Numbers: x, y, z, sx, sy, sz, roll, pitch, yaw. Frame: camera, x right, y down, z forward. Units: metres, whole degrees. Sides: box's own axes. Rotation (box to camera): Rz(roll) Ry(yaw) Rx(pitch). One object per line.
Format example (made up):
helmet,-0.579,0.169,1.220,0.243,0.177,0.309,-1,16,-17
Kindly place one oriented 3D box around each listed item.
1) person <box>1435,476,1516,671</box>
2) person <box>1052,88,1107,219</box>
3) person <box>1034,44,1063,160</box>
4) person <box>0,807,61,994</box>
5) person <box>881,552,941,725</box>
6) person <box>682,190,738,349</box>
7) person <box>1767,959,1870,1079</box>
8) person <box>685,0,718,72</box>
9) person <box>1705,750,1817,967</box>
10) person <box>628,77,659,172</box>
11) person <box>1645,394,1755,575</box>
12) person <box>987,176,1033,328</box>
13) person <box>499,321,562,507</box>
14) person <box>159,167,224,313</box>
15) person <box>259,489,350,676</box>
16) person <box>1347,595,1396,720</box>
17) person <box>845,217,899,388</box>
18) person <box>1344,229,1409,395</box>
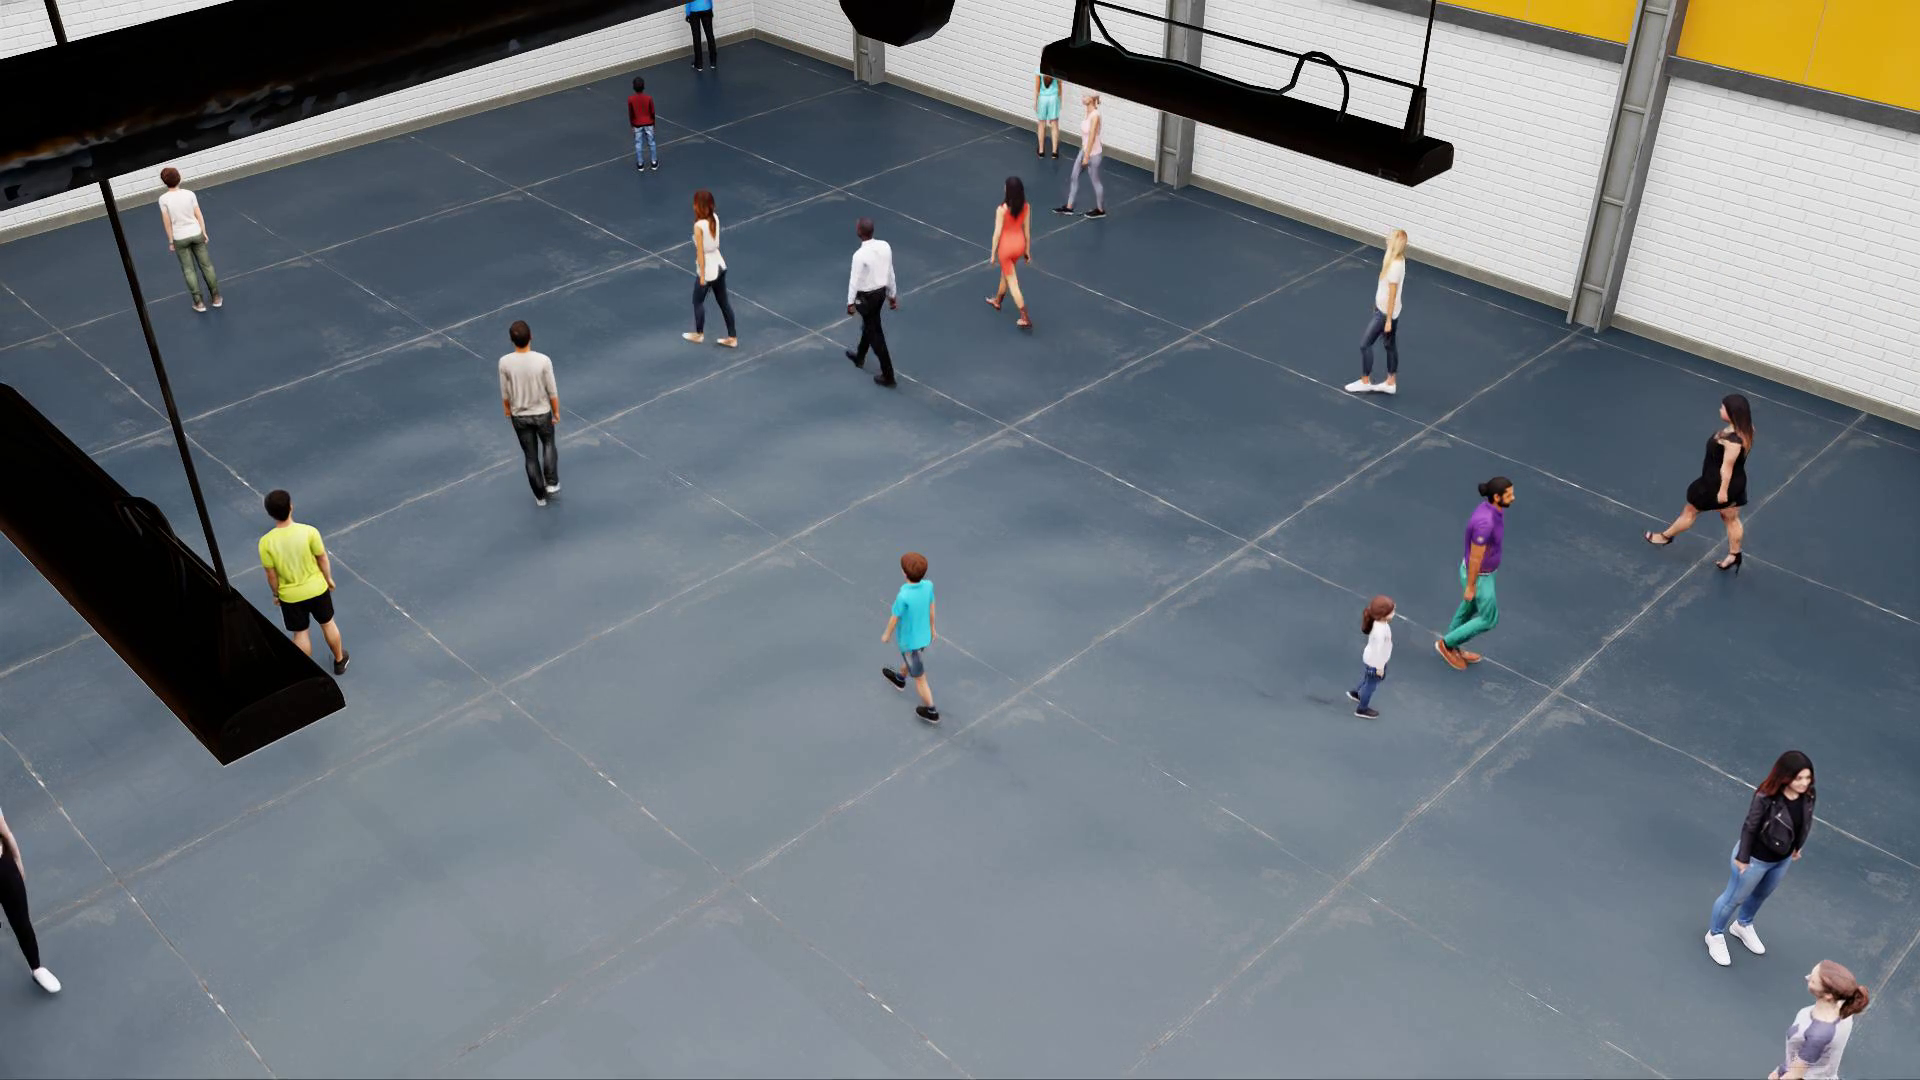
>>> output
person,3.992,0.248,13.106,0.779,1.756,0.743,14,36,20
person,1.724,-4.840,20.808,0.919,1.704,0.934,-7,34,-10
person,1.199,-5.982,22.658,0.639,1.558,0.694,-1,34,-2
person,-6.100,2.093,10.361,1.015,1.723,0.649,24,40,31
person,-0.304,0.764,12.642,0.946,1.411,0.562,26,41,33
person,-2.579,-2.854,17.767,0.953,1.763,0.783,16,37,22
person,4.655,3.011,8.992,1.155,1.709,0.615,26,42,33
person,-4.034,-8.210,25.799,0.671,1.792,0.638,-16,37,-23
person,5.118,2.000,10.583,0.710,1.632,0.706,-11,35,-16
person,-4.265,-5.599,22.357,0.573,1.254,0.608,-8,34,-12
person,6.605,-0.428,14.202,1.070,1.669,0.754,25,41,33
person,0.599,-3.124,18.251,0.734,1.676,1.150,-21,39,-28
person,-3.890,-1.102,15.101,0.788,1.797,0.820,-8,34,-11
person,-8.664,-3.383,18.661,0.614,1.653,0.588,-21,39,-29
person,-5.136,0.356,12.986,0.684,1.709,0.647,-15,37,-22
person,3.128,0.883,12.742,0.584,1.102,0.533,10,35,14
person,-0.834,-2.401,17.043,1.049,1.810,0.694,27,42,35
person,4.430,-2.277,16.869,0.876,1.796,0.804,11,35,16
